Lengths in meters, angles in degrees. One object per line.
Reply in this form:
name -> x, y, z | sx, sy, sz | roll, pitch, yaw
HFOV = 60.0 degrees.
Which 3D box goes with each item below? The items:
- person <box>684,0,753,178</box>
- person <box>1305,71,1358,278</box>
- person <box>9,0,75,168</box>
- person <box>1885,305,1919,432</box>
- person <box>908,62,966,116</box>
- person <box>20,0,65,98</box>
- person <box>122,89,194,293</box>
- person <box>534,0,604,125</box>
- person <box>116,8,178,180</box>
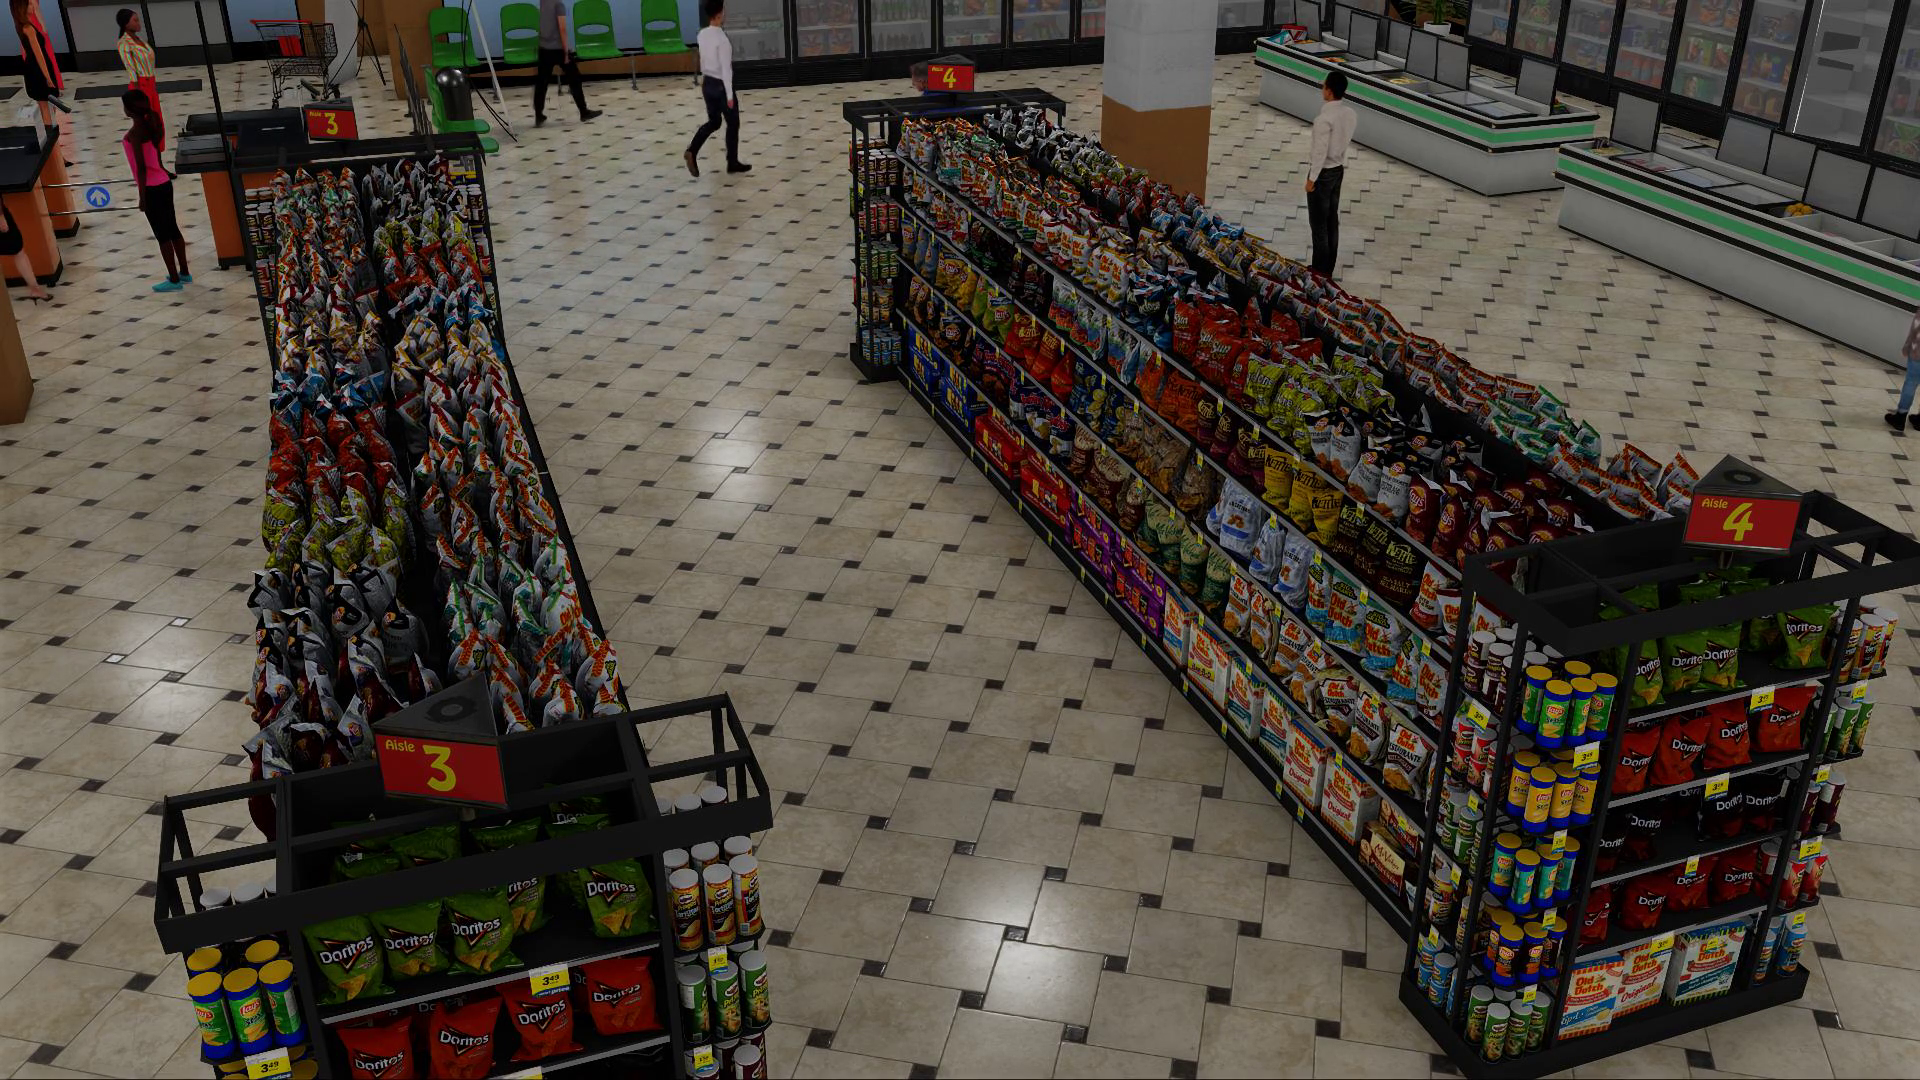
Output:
person -> -2.623, -4.730, 17.546 | 1.101, 1.839, 0.994 | 24, 35, 39
person -> 3.195, -3.154, 14.470 | 0.739, 1.812, 0.743 | 21, 34, 36
person -> -9.977, -4.981, 18.046 | 0.709, 1.835, 0.585 | -23, 35, -37
person -> 6.743, -1.337, 11.569 | 0.529, 1.195, 0.548 | 0, 27, 0
person -> -0.103, -3.391, 14.965 | 0.828, 1.786, 0.546 | -3, 27, -5
person -> -11.850, -6.540, 21.240 | 0.701, 1.727, 0.774 | 14, 30, 26
person -> -6.896, -3.000, 14.263 | 0.695, 1.724, 0.602 | 2, 27, 3
person -> -4.888, -5.833, 19.860 | 1.050, 1.715, 1.101 | 12, 29, 23
person -> -8.549, -4.643, 17.426 | 0.718, 1.793, 0.572 | -1, 27, -2
